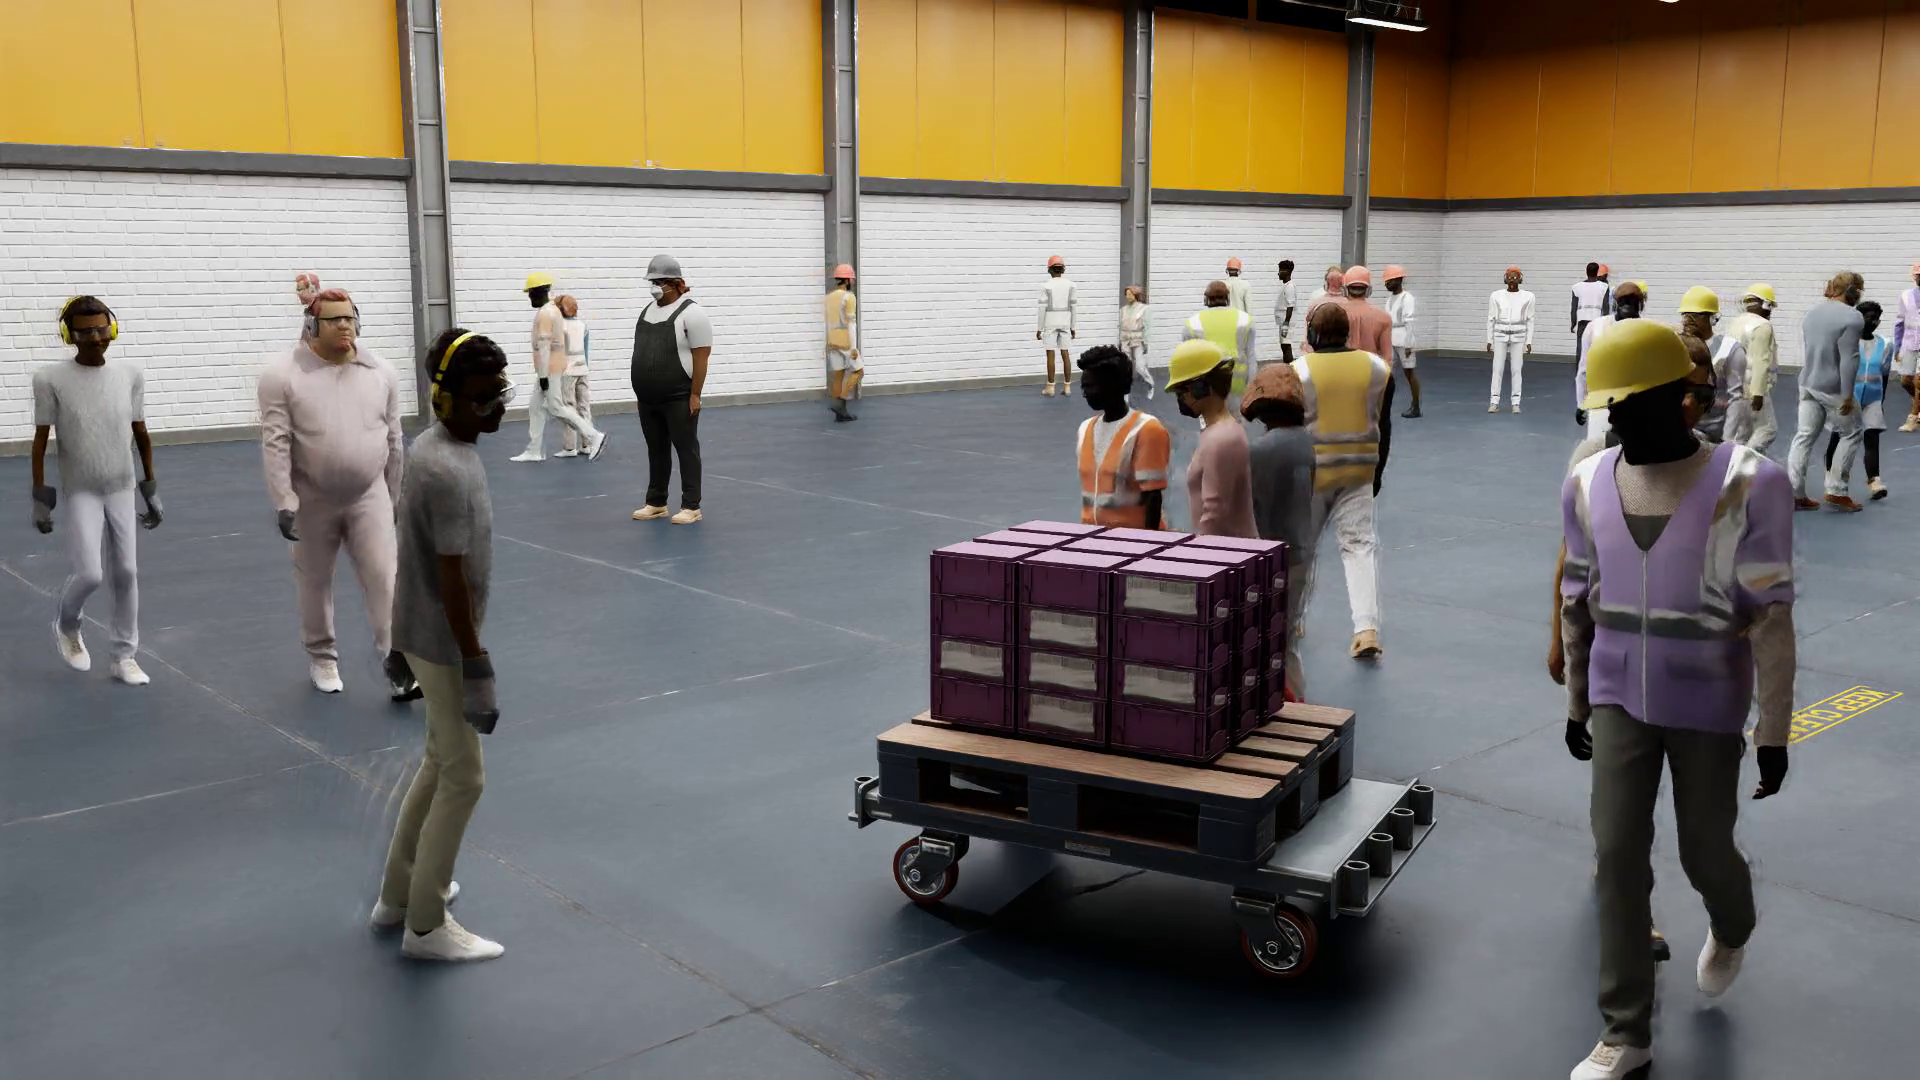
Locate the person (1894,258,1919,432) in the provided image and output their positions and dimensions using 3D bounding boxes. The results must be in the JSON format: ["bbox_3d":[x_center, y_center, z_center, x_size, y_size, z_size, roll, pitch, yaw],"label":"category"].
[{"bbox_3d":[11.135,-2.251,19.211,0.692,2.019,0.610,-7,12,-36],"label":"person"}]

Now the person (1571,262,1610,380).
[{"bbox_3d":[10.210,-3.532,26.972,0.587,1.920,0.390,4,11,25],"label":"person"}]

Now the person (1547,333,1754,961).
[{"bbox_3d":[2.030,0.309,4.834,0.515,1.796,0.934,1,10,5],"label":"person"}]

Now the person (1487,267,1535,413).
[{"bbox_3d":[7.098,-2.575,21.480,0.575,1.883,0.355,3,10,19],"label":"person"}]

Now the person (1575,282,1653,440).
[{"bbox_3d":[4.898,-0.978,12.303,0.654,1.819,0.756,3,10,19],"label":"person"}]

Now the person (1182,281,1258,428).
[{"bbox_3d":[2.208,-1.302,14.255,0.637,1.801,0.878,1,10,4],"label":"person"}]

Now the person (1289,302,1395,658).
[{"bbox_3d":[1.916,-0.315,8.514,0.634,1.801,0.957,-1,10,-3],"label":"person"}]

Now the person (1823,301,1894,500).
[{"bbox_3d":[7.526,-1.172,13.940,0.542,1.638,0.875,2,10,9],"label":"person"}]

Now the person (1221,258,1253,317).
[{"bbox_3d":[4.289,-3.423,26.108,0.609,1.997,0.375,4,10,21],"label":"person"}]

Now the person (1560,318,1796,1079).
[{"bbox_3d":[1.808,0.383,4.178,0.800,1.875,0.637,-9,14,-44],"label":"person"}]

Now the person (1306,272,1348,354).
[{"bbox_3d":[4.103,-2.013,18.276,0.658,1.846,1.024,0,10,0],"label":"person"}]

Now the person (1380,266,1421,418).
[{"bbox_3d":[5.419,-2.454,20.726,0.893,1.886,0.693,-3,10,-18],"label":"person"}]

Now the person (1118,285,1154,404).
[{"bbox_3d":[2.412,-2.685,22.860,0.522,1.621,0.623,7,12,36],"label":"person"}]

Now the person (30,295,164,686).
[{"bbox_3d":[-4.066,-0.225,7.833,0.484,1.845,0.550,8,13,41],"label":"person"}]

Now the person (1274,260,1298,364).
[{"bbox_3d":[5.116,-3.417,26.162,0.367,1.966,0.607,1,10,5],"label":"person"}]

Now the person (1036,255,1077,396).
[{"bbox_3d":[1.387,-3.106,24.127,0.615,2.038,0.395,-4,10,-20],"label":"person"}]

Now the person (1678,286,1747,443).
[{"bbox_3d":[4.679,-0.704,10.663,0.404,1.835,0.586,-9,13,-43],"label":"person"}]

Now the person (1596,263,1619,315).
[{"bbox_3d":[10.985,-3.733,28.220,0.834,1.899,0.591,-9,13,-41],"label":"person"}]

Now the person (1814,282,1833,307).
[{"bbox_3d":[13.283,-3.119,25.392,0.498,1.634,0.280,6,11,30],"label":"person"}]

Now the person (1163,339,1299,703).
[{"bbox_3d":[1.052,0.107,6.243,0.719,1.716,0.532,2,10,13],"label":"person"}]

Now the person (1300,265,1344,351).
[{"bbox_3d":[4.750,-2.597,21.561,0.703,1.884,0.978,8,13,41],"label":"person"}]

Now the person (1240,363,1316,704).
[{"bbox_3d":[1.203,0.114,6.558,0.307,1.606,0.688,6,12,33],"label":"person"}]

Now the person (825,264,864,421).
[{"bbox_3d":[-1.404,-2.399,20.321,0.399,1.924,0.577,-8,13,-40],"label":"person"}]

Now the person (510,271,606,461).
[{"bbox_3d":[-3.983,-1.701,16.385,0.888,1.884,0.600,-2,10,-9],"label":"person"}]

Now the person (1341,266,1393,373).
[{"bbox_3d":[3.271,-1.310,13.912,0.638,1.941,1.020,1,10,3],"label":"person"}]

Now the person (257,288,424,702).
[{"bbox_3d":[-2.777,-0.182,7.485,0.639,1.868,0.962,-6,12,-33],"label":"person"}]

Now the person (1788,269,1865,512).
[{"bbox_3d":[6.897,-1.167,13.138,0.686,1.907,0.663,-2,10,-13],"label":"person"}]

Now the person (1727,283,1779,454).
[{"bbox_3d":[6.716,-1.267,14.094,0.448,1.793,0.629,0,10,0],"label":"person"}]

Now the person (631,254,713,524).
[{"bbox_3d":[-2.237,-1.142,12.626,0.682,2.000,0.537,6,11,32],"label":"person"}]

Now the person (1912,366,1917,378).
[{"bbox_3d":[14.226,-3.032,24.591,0.533,1.728,0.705,-2,10,-14],"label":"person"}]

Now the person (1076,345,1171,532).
[{"bbox_3d":[0.752,0.004,7.017,0.781,1.664,0.559,-8,13,-40],"label":"person"}]

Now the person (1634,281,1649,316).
[{"bbox_3d":[9.045,-2.677,22.626,0.878,1.695,0.473,-4,10,-20],"label":"person"}]

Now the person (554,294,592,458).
[{"bbox_3d":[-3.922,-1.648,16.753,0.313,1.642,0.513,6,11,30],"label":"person"}]

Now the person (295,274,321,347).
[{"bbox_3d":[-6.288,-1.692,16.435,0.554,1.855,0.814,-3,10,-19],"label":"person"}]

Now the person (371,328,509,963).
[{"bbox_3d":[-1.476,0.312,4.736,0.466,1.828,0.618,-4,10,-21],"label":"person"}]
